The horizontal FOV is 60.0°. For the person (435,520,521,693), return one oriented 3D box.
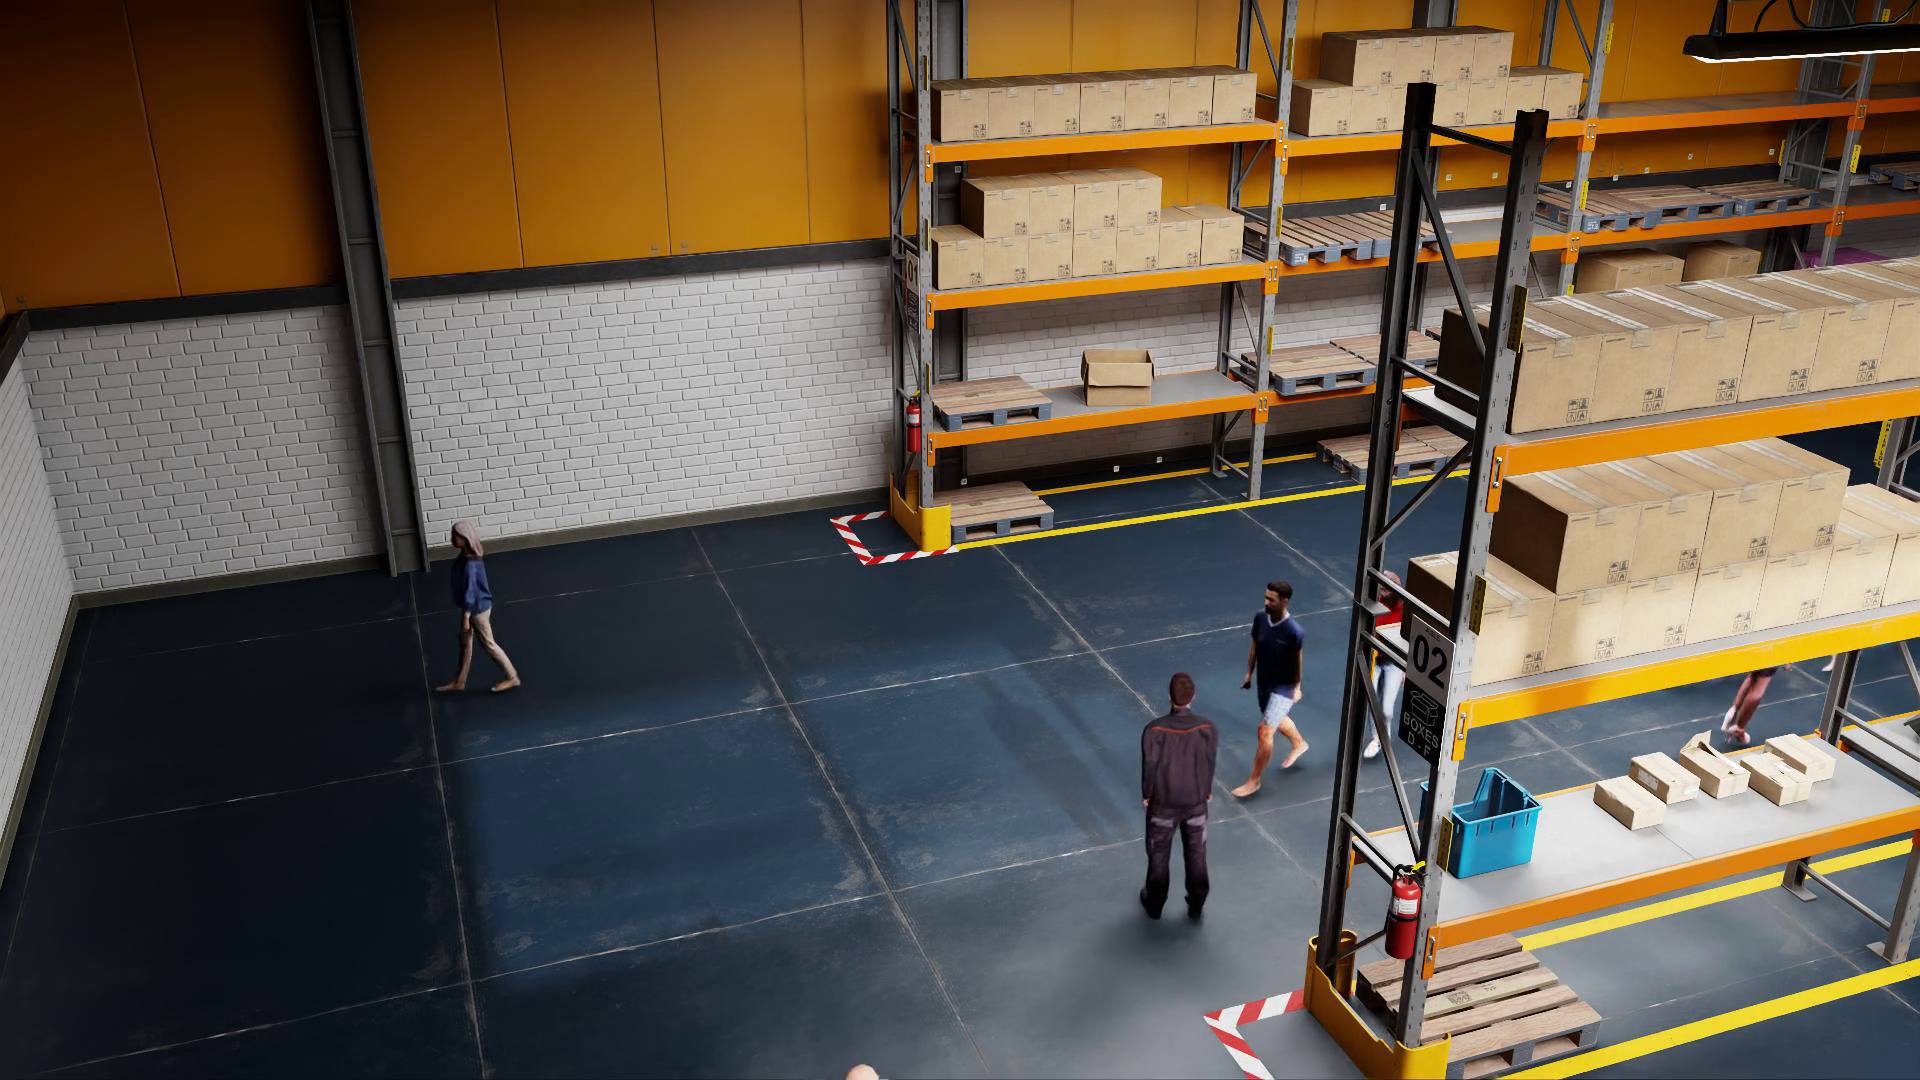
[{"bbox_3d":[-4.206,0.614,14.697,0.947,1.672,0.625,-8,25,-17],"label":"person"}]

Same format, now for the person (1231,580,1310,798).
[{"bbox_3d":[2.597,1.136,13.334,1.223,1.807,0.839,-15,28,-31],"label":"person"}]

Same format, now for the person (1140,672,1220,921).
[{"bbox_3d":[1.531,1.804,11.670,0.637,1.916,0.818,-1,24,-2],"label":"person"}]

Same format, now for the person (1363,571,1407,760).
[{"bbox_3d":[3.530,1.015,13.762,0.761,1.686,0.810,13,27,27],"label":"person"}]
